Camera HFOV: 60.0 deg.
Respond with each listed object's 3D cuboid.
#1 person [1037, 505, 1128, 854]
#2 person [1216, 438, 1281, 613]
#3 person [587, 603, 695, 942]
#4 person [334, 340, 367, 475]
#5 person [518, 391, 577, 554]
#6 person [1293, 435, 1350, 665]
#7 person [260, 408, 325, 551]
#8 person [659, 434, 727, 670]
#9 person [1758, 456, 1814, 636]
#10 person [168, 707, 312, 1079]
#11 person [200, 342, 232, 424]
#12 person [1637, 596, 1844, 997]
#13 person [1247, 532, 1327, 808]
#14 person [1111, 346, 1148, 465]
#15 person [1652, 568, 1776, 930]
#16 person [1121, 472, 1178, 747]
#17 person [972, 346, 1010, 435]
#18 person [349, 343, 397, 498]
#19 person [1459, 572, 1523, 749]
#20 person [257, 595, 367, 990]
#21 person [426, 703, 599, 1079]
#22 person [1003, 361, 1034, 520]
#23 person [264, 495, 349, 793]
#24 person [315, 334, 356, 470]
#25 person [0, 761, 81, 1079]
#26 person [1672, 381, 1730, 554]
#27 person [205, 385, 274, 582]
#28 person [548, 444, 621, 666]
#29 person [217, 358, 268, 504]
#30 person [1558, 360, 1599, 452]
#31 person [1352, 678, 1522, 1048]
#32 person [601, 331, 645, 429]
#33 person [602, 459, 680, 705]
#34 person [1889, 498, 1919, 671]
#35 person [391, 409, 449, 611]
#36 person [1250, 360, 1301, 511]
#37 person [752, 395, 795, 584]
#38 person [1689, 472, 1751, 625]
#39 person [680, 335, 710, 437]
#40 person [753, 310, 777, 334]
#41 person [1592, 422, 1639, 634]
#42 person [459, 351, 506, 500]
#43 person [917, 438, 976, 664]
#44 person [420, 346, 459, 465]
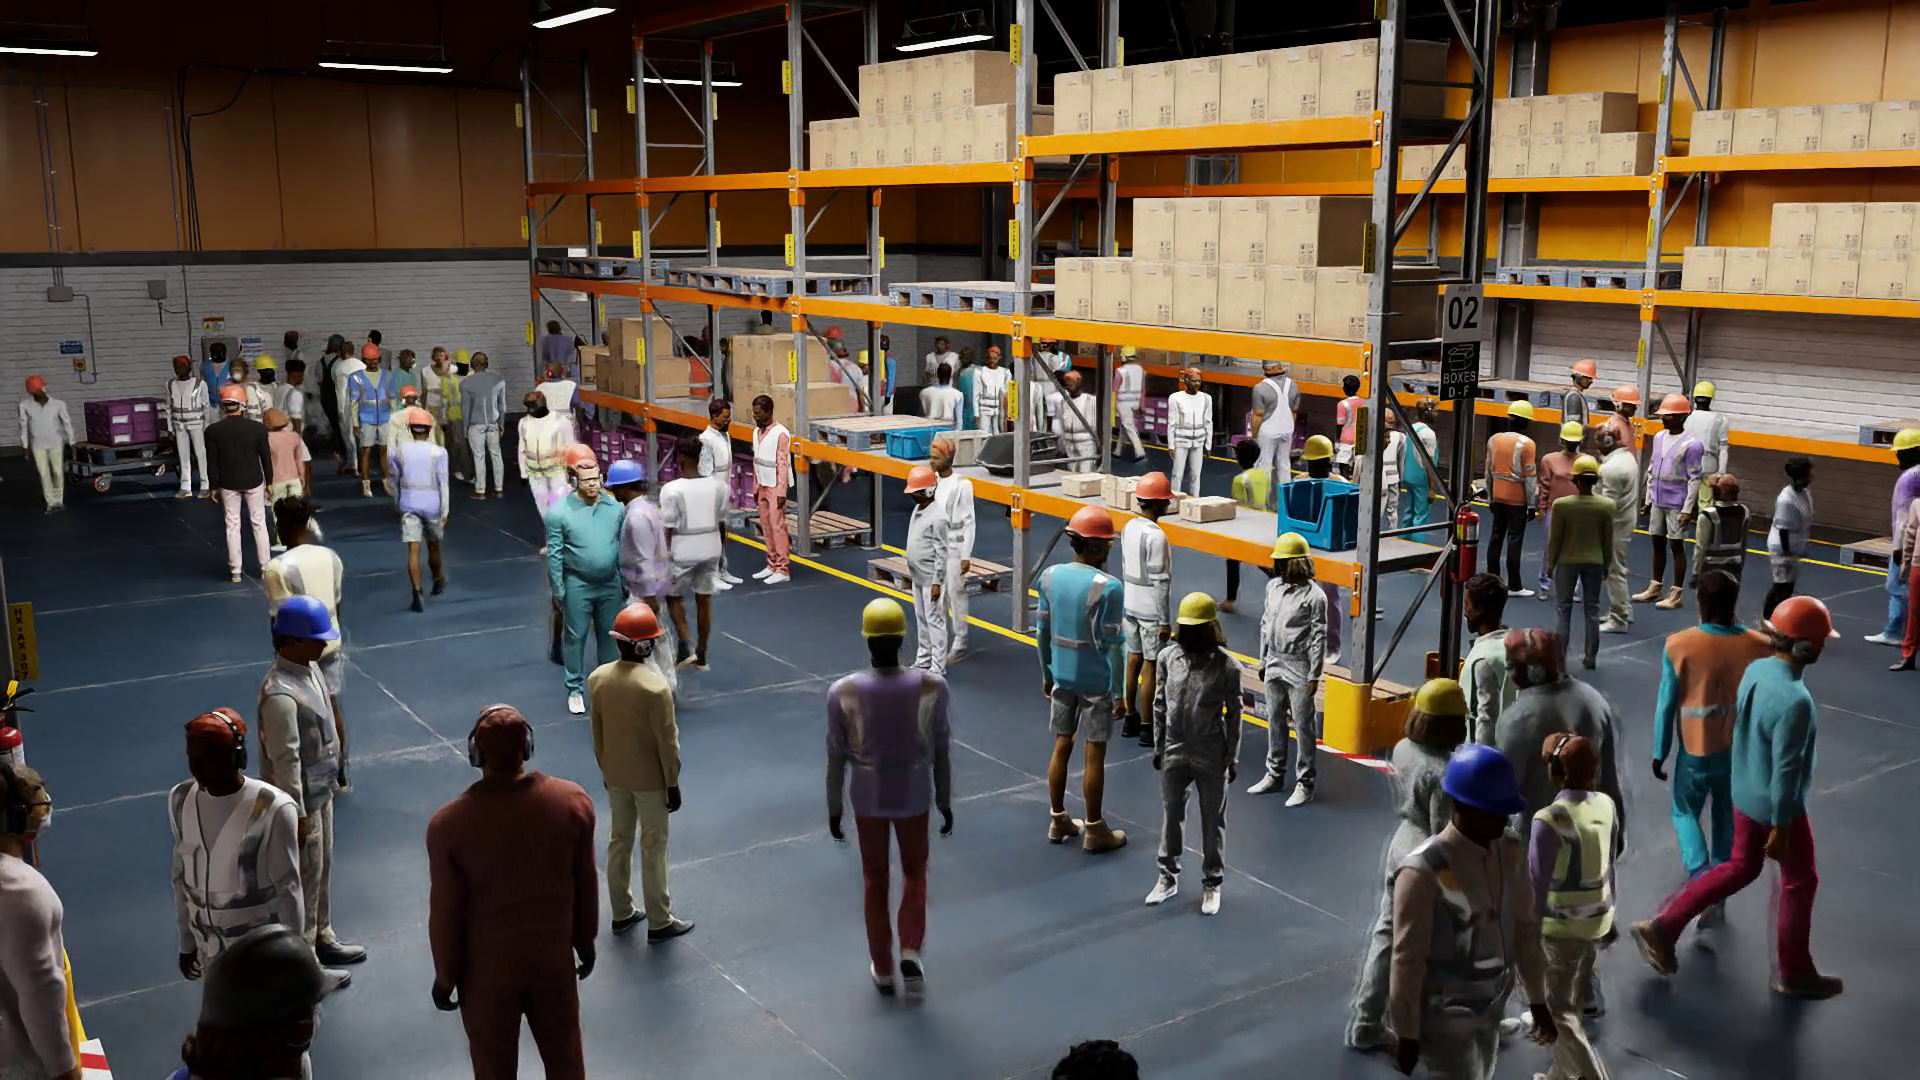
[{"bbox_3d":[0.739,0.805,9.731,0.615,2.038,0.386,10,15,41],"label":"person"},{"bbox_3d":[2.748,-0.109,15.365,0.786,1.669,0.537,10,15,42],"label":"person"},{"bbox_3d":[-1.634,1.184,8.528,0.559,1.751,0.326,7,13,33],"label":"person"},{"bbox_3d":[-8.725,-1.890,23.836,0.393,1.934,0.638,3,12,16],"label":"person"},{"bbox_3d":[-4.502,-0.729,18.239,0.721,1.805,0.450,2,11,11],"label":"person"},{"bbox_3d":[2.960,0.080,13.774,0.584,1.918,0.409,10,15,43],"label":"person"},{"bbox_3d":[-7.380,-0.647,18.271,0.599,1.614,0.513,8,13,34],"label":"person"},{"bbox_3d":[-2.163,0.110,13.514,0.621,1.950,0.396,-7,13,-31],"label":"person"},{"bbox_3d":[7.134,0.085,14.380,0.382,1.665,0.586,9,14,40],"label":"person"},{"bbox_3d":[-2.758,1.543,6.389,0.572,1.877,0.350,3,12,17],"label":"person"},{"bbox_3d":[-10.942,-2.014,24.683,0.623,1.840,0.430,-2,11,-8],"label":"person"},{"bbox_3d":[3.766,1.208,7.860,0.870,1.963,0.628,0,11,2],"label":"person"},{"bbox_3d":[2.067,0.809,10.474,0.302,1.743,0.494,-8,14,-36],"label":"person"},{"bbox_3d":[2.527,-2.025,24.871,0.605,1.791,0.911,-9,14,-40],"label":"person"},{"bbox_3d":[3.936,1.093,8.644,0.613,1.898,0.665,1,11,7],"label":"person"},{"bbox_3d":[1.339,0.484,11.649,0.364,1.936,0.547,-4,12,-21],"label":"person"},{"bbox_3d":[0.447,-1.786,23.393,0.572,1.886,0.355,-4,12,-19],"label":"person"},{"bbox_3d":[-7.705,-1.580,21.932,0.611,2.042,0.395,-7,13,-32],"label":"person"},{"bbox_3d":[2.701,1.109,8.493,0.370,1.915,0.597,6,12,26],"label":"person"},{"bbox_3d":[-3.127,1.208,7.962,0.419,1.933,0.618,-2,11,-10],"label":"person"},{"bbox_3d":[-1.686,1.547,6.284,0.652,1.904,0.402,-8,13,-34],"label":"person"},{"bbox_3d":[0.717,-1.221,20.290,0.361,1.964,0.614,4,12,17],"label":"person"},{"bbox_3d":[-4.204,0.678,10.619,0.575,1.942,0.631,5,12,23],"label":"person"},{"bbox_3d":[-8.970,-2.006,24.117,0.718,2.000,0.563,5,12,24],"label":"person"},{"bbox_3d":[-3.151,1.680,5.566,0.370,1.930,0.628,-11,15,-44],"label":"person"},{"bbox_3d":[7.981,-0.753,18.003,0.594,1.922,0.385,6,13,30],"label":"person"},{"bbox_3d":[-7.308,-0.572,16.903,0.622,1.990,0.391,-5,12,-26],"label":"person"},{"bbox_3d":[-3.069,0.154,13.475,0.568,1.884,1.011,-11,15,-43],"label":"person"},{"bbox_3d":[-9.084,-1.356,21.124,0.645,1.914,0.707,-2,11,-8],"label":"person"},{"bbox_3d":[7.208,-1.092,19.460,0.389,2.034,0.605,3,11,15],"label":"person"},{"bbox_3d":[2.112,1.434,7.371,0.774,1.705,0.503,-3,12,-17],"label":"person"},{"bbox_3d":[-5.455,-2.441,26.787,0.806,1.869,0.669,7,13,31],"label":"person"},{"bbox_3d":[-2.367,0.347,12.383,0.502,1.918,0.634,-2,11,-10],"label":"person"},{"bbox_3d":[7.843,0.231,13.376,0.308,1.769,0.524,-9,14,-38],"label":"person"},{"bbox_3d":[-5.150,-0.312,15.901,0.585,1.865,1.035,-1,11,-7],"label":"person"},{"bbox_3d":[3.849,-1.337,20.696,0.672,2.000,0.536,-6,12,-26],"label":"person"},{"bbox_3d":[-1.918,-0.525,16.894,0.413,1.906,0.600,-8,14,-35],"label":"person"},{"bbox_3d":[6.174,0.266,13.528,0.518,1.637,0.309,-4,12,-19],"label":"person"},{"bbox_3d":[-3.949,-2.072,24.724,0.700,1.937,0.462,-9,14,-38],"label":"person"},{"bbox_3d":[-3.725,-3.463,31.888,0.596,1.916,0.373,9,14,38],"label":"person"},{"bbox_3d":[5.836,-0.113,14.854,0.428,1.884,0.679,6,13,29],"label":"person"},{"bbox_3d":[-6.247,-1.498,21.784,0.630,1.940,0.373,-10,15,-41],"label":"person"},{"bbox_3d":[-0.115,0.083,13.830,0.337,1.882,0.584,-10,15,-40],"label":"person"},{"bbox_3d":[-7.496,-1.893,24.075,0.577,1.830,0.450,-3,11,-13],"label":"person"}]
